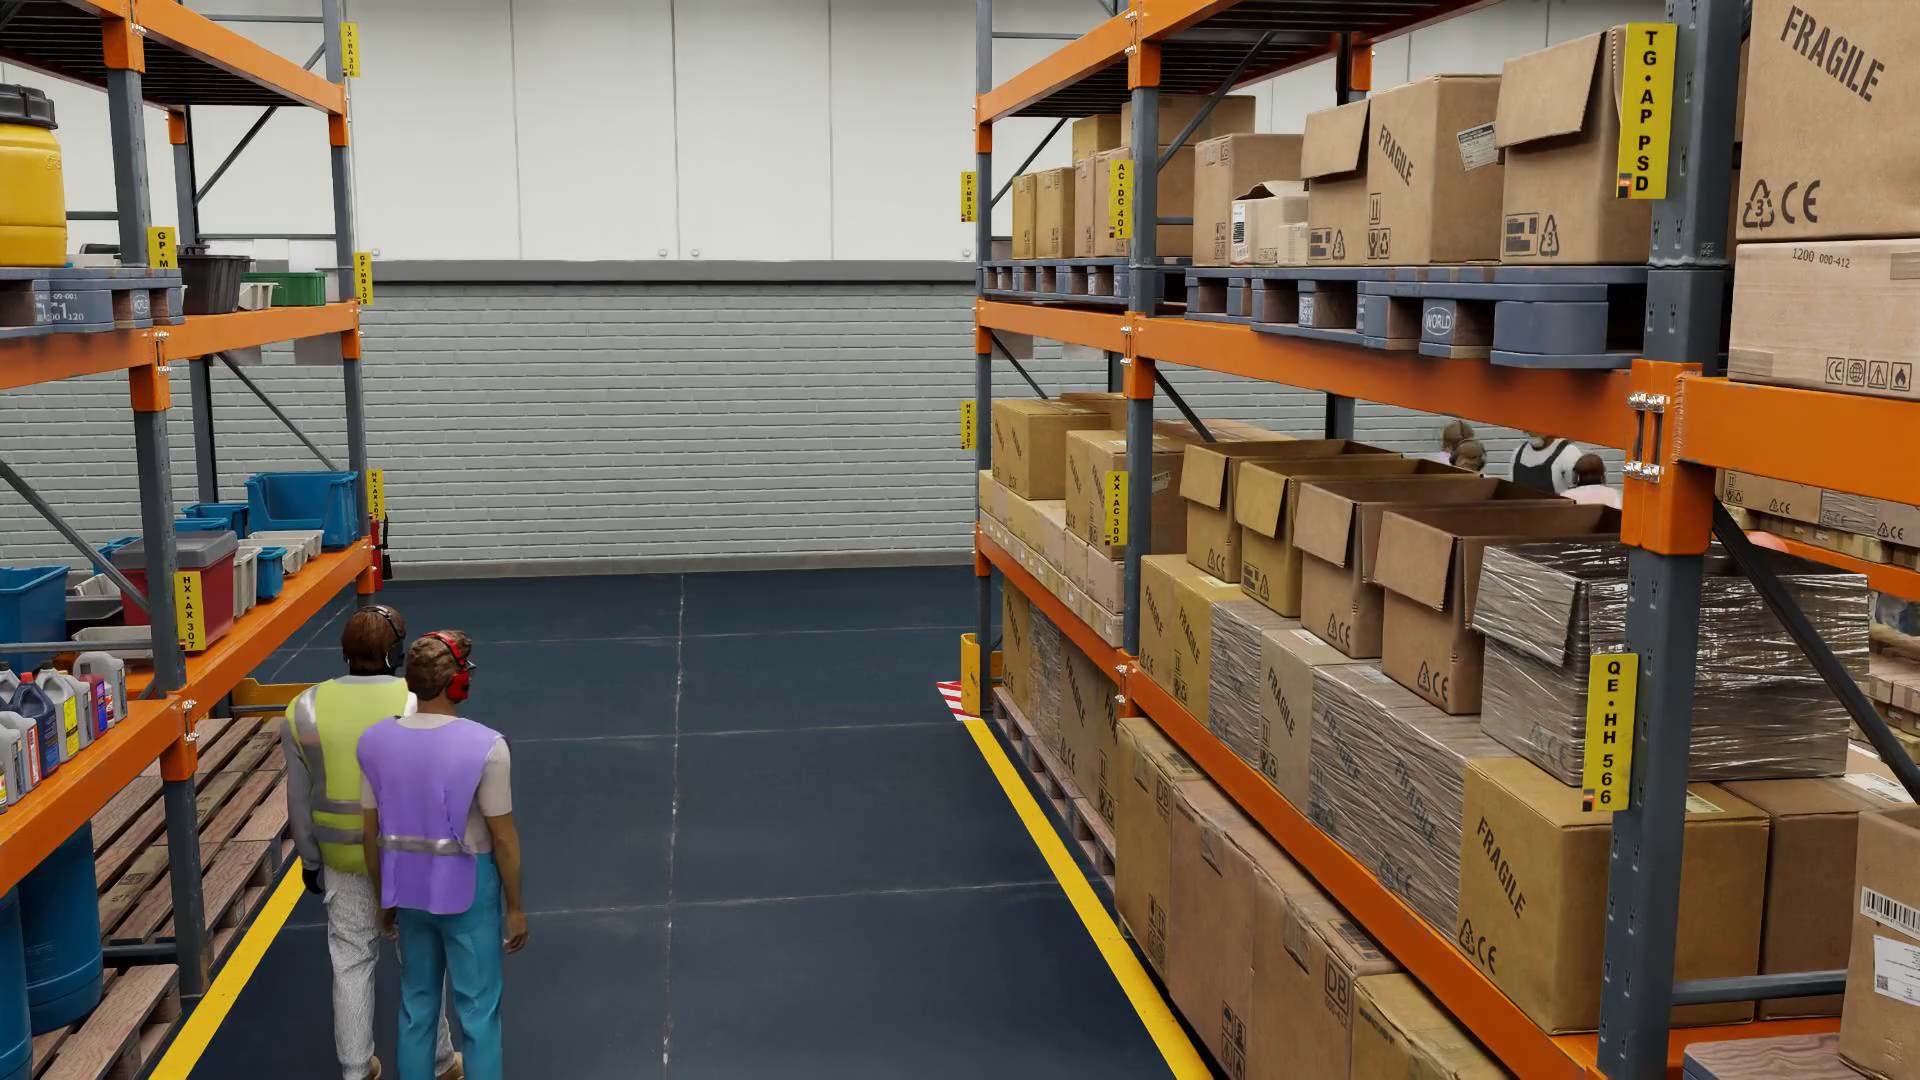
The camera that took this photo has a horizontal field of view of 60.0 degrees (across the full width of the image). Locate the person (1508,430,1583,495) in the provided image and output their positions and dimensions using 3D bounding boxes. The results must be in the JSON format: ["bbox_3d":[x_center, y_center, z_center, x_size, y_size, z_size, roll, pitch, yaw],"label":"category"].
[{"bbox_3d":[4.703,-0.164,13.507,1.004,2.000,0.703,-4,10,-25],"label":"person"}]

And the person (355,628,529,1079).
[{"bbox_3d":[-1.732,1.218,5.580,0.563,1.847,0.392,3,10,15],"label":"person"}]

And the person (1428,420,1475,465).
[{"bbox_3d":[3.703,0.046,12.649,0.672,1.901,0.657,-1,9,-9],"label":"person"}]

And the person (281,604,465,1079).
[{"bbox_3d":[-2.094,1.142,6.062,0.634,1.842,0.429,0,9,-2],"label":"person"}]

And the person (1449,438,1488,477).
[{"bbox_3d":[3.571,0.196,11.790,0.656,1.892,0.883,7,12,38],"label":"person"}]

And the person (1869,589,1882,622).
[{"bbox_3d":[6.148,0.268,11.413,0.510,1.860,0.334,-5,10,-26],"label":"person"}]

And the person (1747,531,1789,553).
[{"bbox_3d":[3.377,0.926,7.108,0.549,1.933,0.373,-2,9,-12],"label":"person"}]

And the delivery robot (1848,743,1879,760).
[{"bbox_3d":[4.778,1.212,9.305,0.477,0.478,0.707,-1,9,-8],"label":"delivery robot"}]

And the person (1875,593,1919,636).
[{"bbox_3d":[6.649,0.245,11.670,0.604,1.833,0.832,-9,13,-44],"label":"person"}]

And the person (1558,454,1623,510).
[{"bbox_3d":[4.354,0.299,11.475,0.689,1.777,0.963,3,10,15],"label":"person"}]
